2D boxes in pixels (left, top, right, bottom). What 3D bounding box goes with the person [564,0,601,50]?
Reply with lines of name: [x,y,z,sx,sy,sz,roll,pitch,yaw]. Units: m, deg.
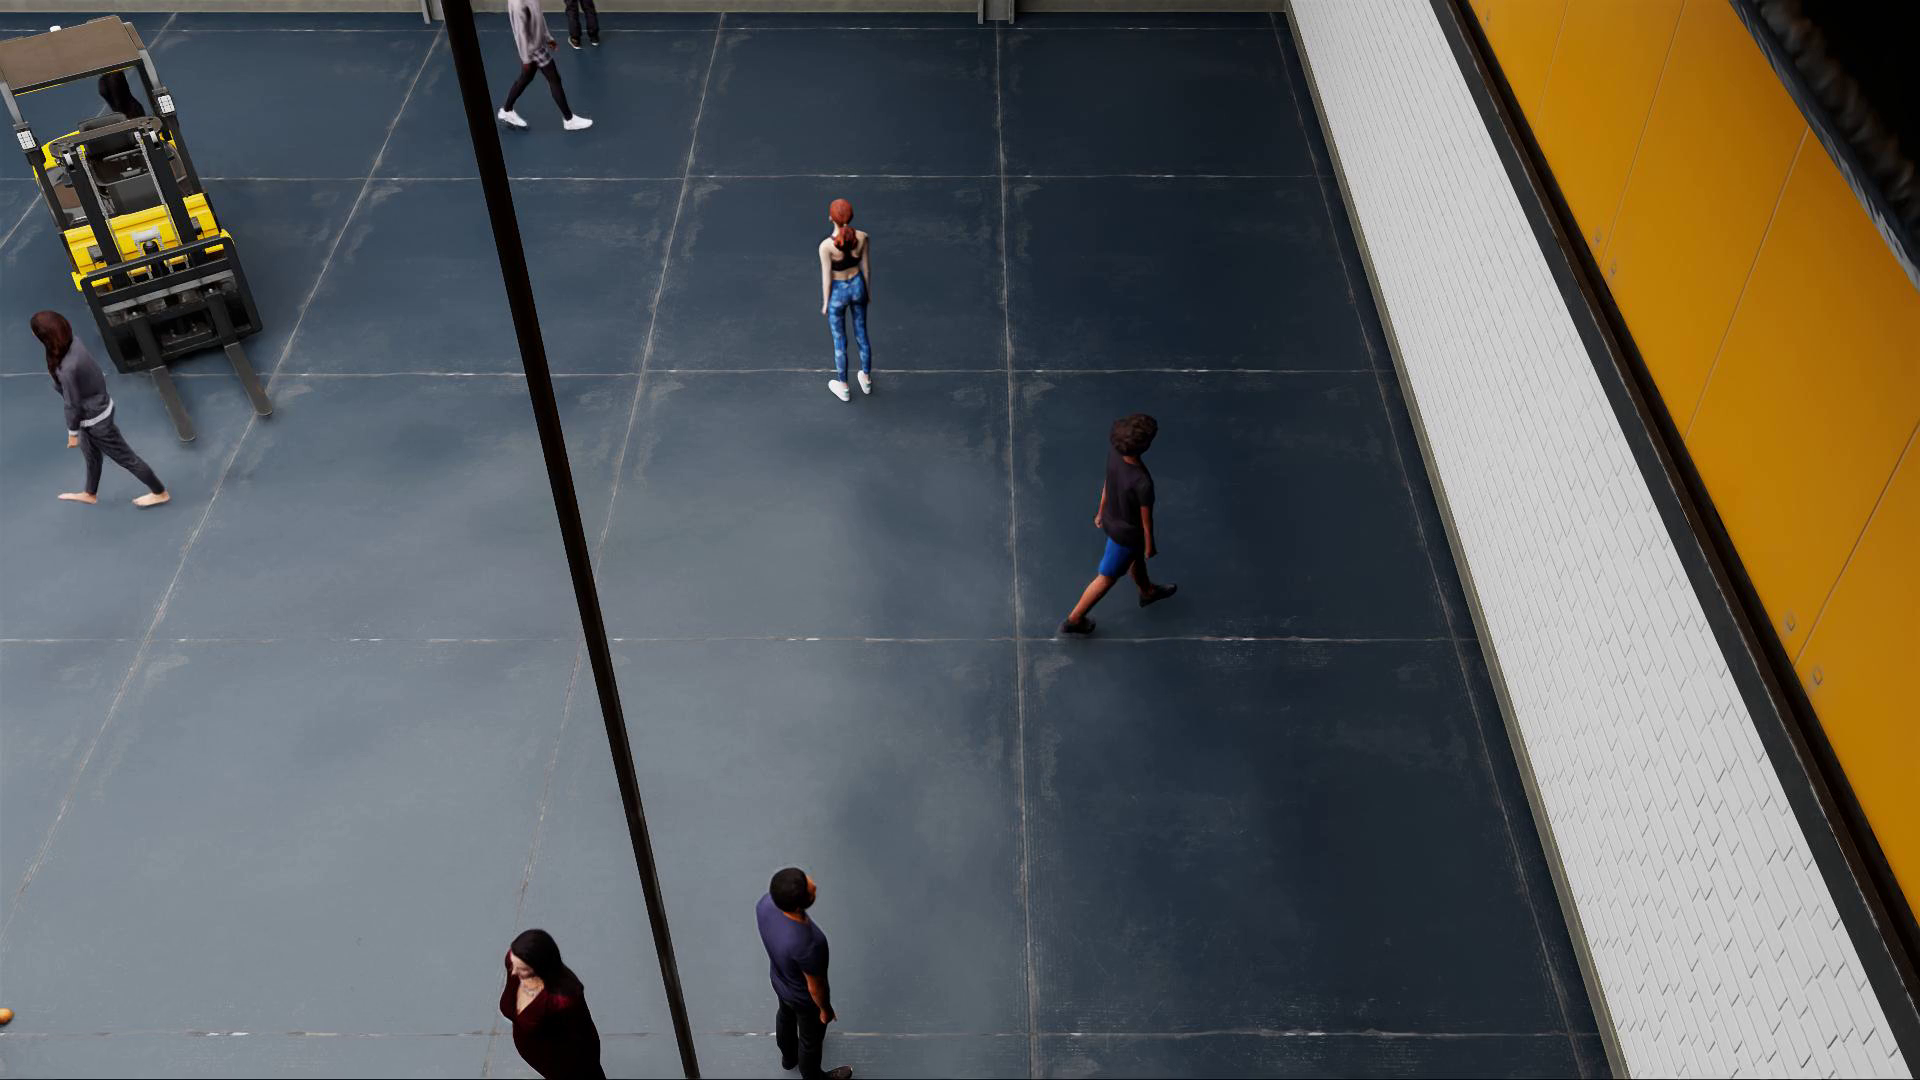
person: [-3.982,-5.808,17.194,0.563,1.454,0.699,-16,46,-16]

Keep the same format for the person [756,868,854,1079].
person: [-0.829,2.250,8.490,0.742,1.793,0.713,-29,51,-27]

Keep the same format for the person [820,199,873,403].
person: [-0.870,-1.849,12.798,0.654,1.785,0.732,-19,47,-19]

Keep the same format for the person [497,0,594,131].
person: [-4.159,-4.683,15.801,1.169,1.747,0.691,-4,44,-4]

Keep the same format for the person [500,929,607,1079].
person: [-2.003,2.464,8.292,0.734,1.757,0.820,28,50,26]

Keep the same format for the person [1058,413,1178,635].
person: [1.009,-0.050,10.928,1.261,1.760,0.977,-18,47,-18]

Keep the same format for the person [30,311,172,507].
person: [-6.067,-0.907,11.842,1.066,1.740,0.840,-13,45,-13]
